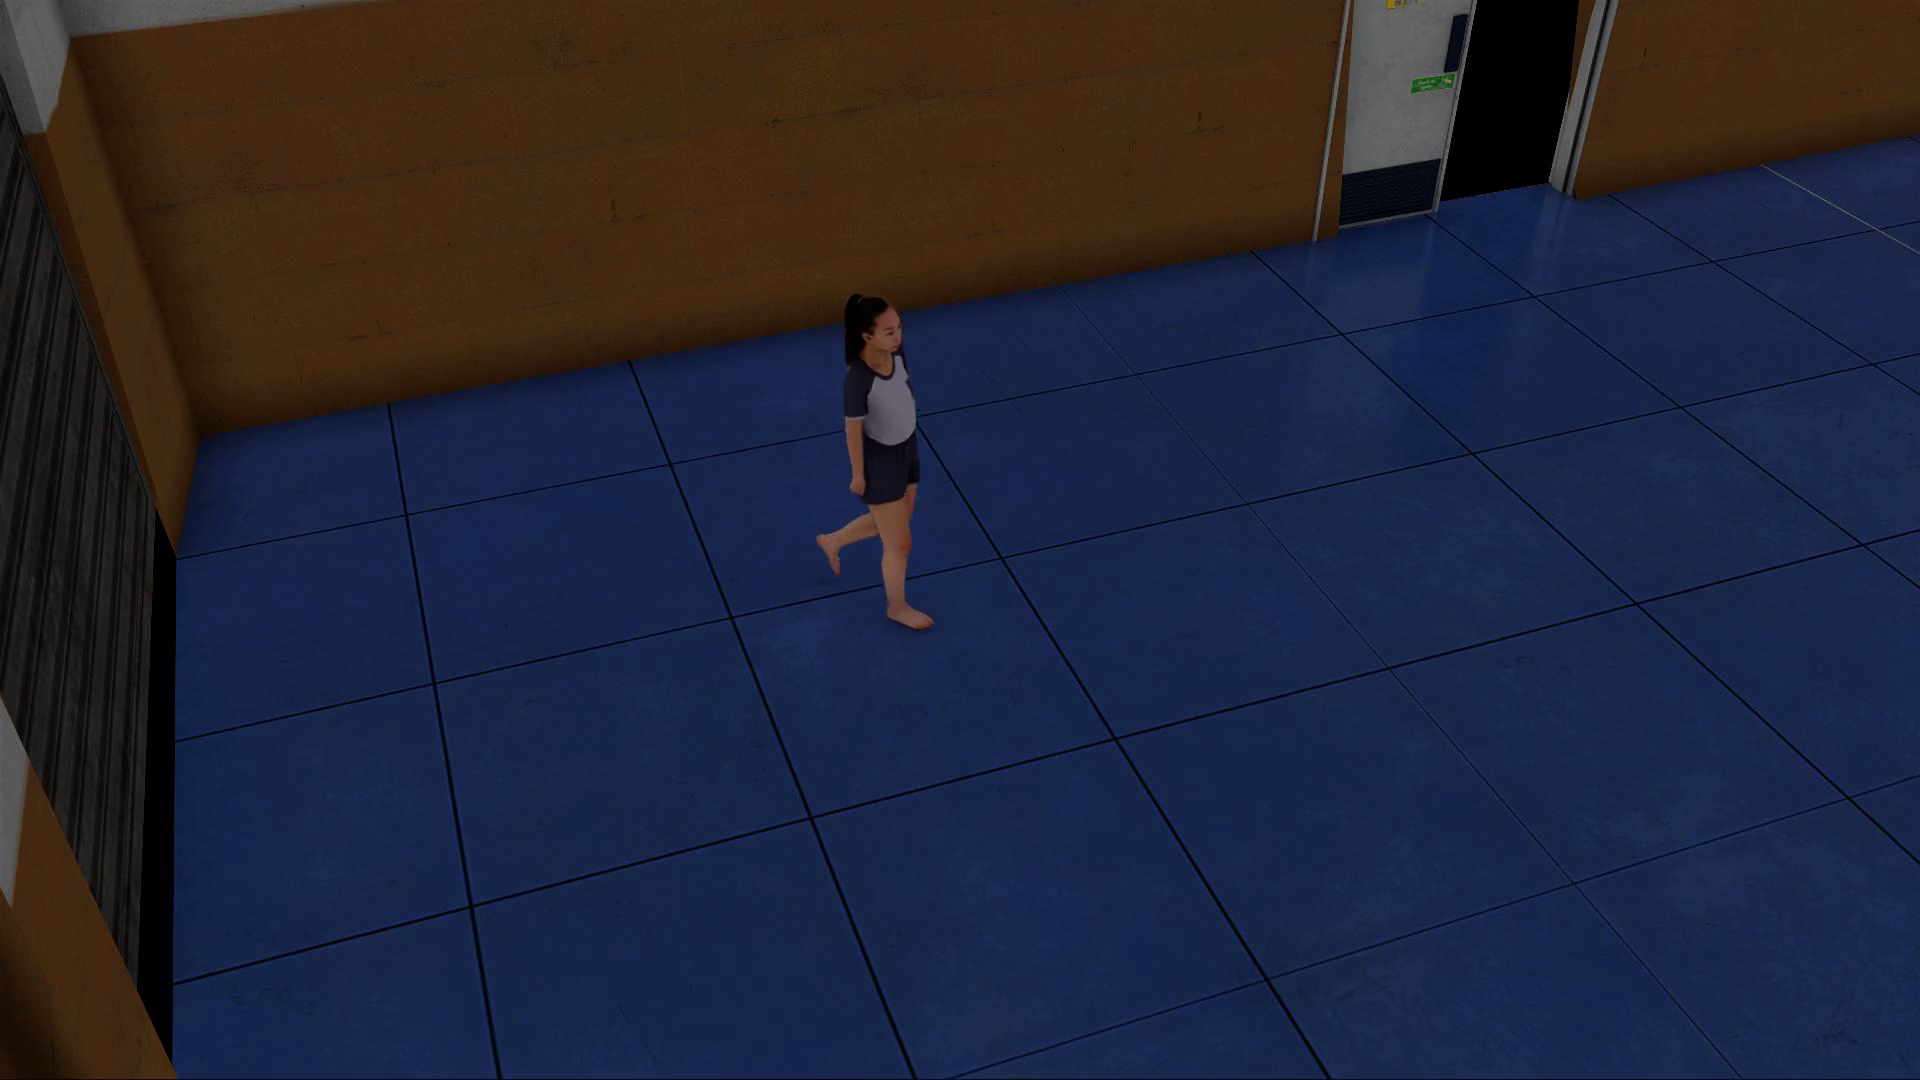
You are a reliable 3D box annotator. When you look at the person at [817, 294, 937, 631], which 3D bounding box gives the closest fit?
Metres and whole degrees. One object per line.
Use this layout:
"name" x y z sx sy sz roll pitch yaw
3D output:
"person" -0.396 -0.347 7.255 0.975 1.628 0.922 15 39 19
